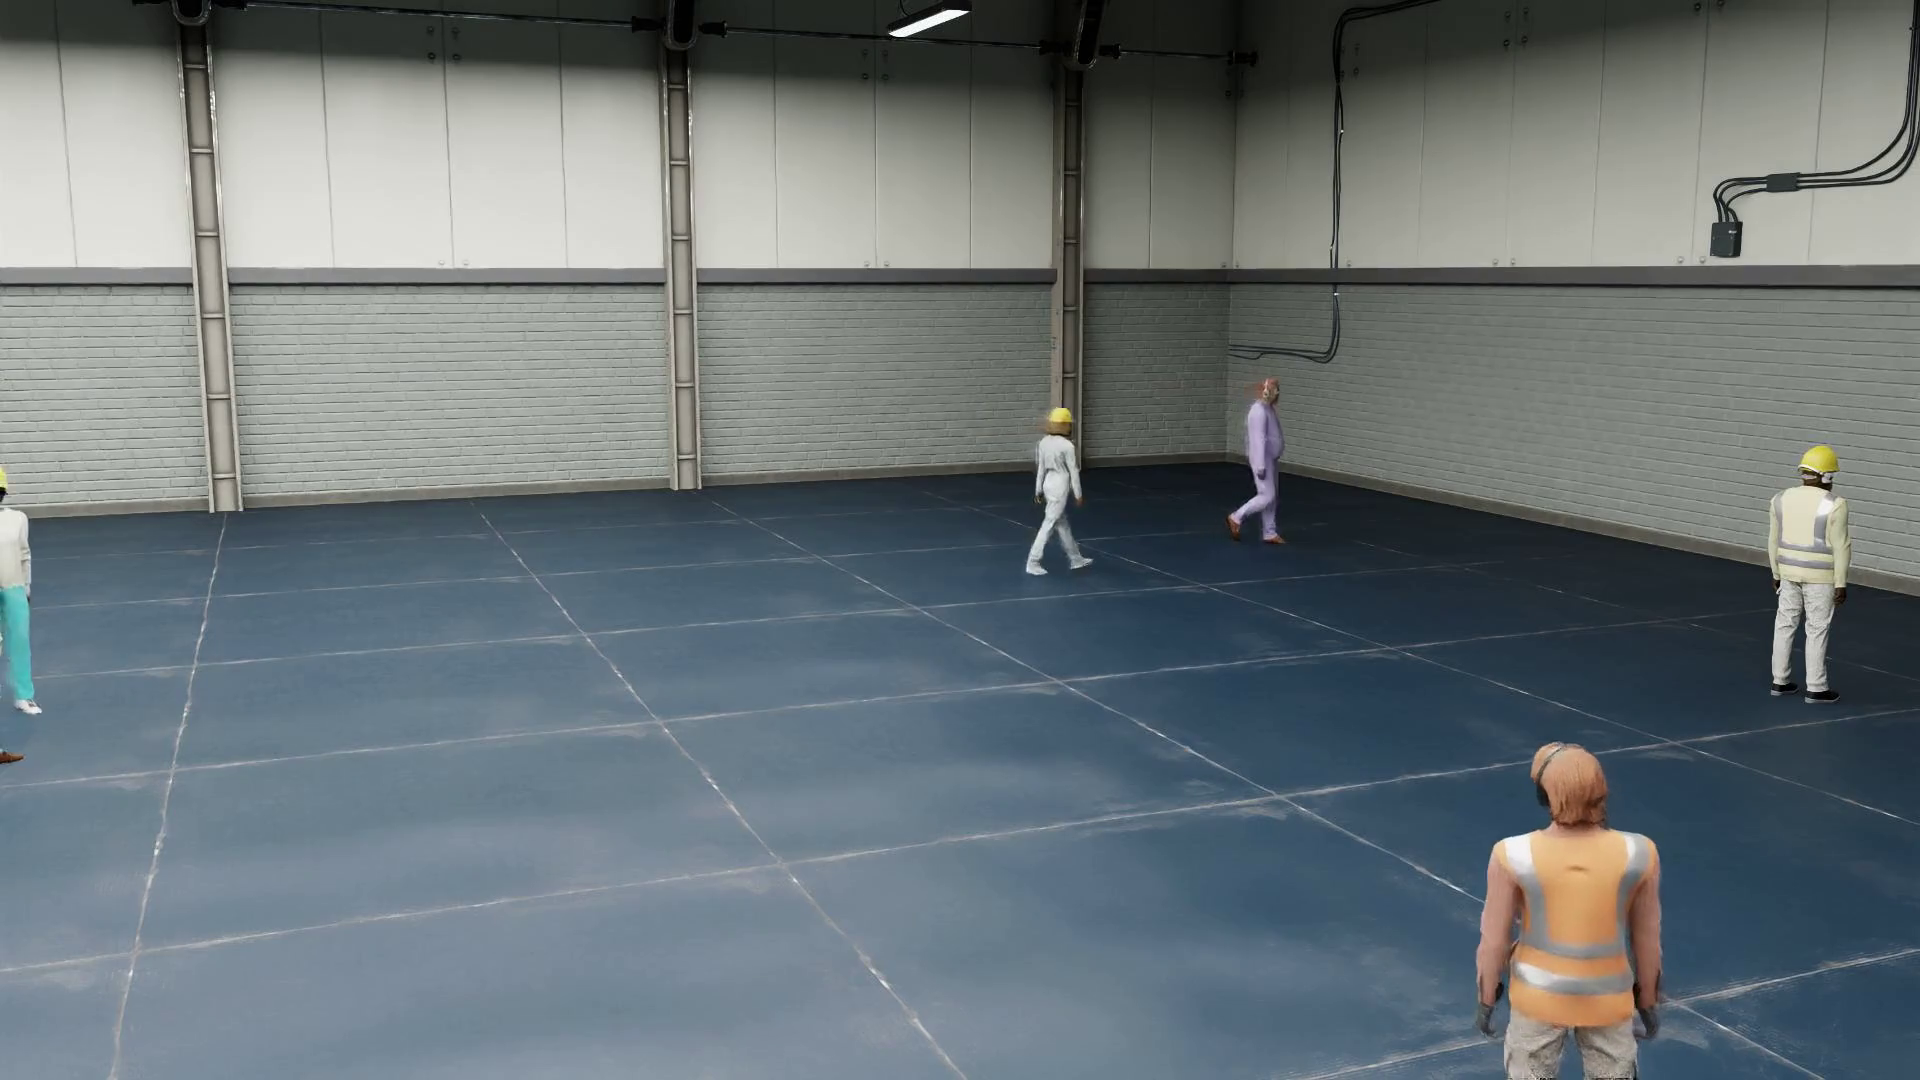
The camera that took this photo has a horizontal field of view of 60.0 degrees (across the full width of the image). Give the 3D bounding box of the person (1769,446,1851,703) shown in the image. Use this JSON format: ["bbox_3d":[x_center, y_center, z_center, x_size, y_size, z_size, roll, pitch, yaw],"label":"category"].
[{"bbox_3d":[6.058,0.242,11.847,0.403,1.833,0.591,-5,10,-29],"label":"person"}]

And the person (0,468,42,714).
[{"bbox_3d":[-6.755,0.329,11.601,0.786,1.744,0.529,7,11,38],"label":"person"}]

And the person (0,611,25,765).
[{"bbox_3d":[-6.014,0.638,10.043,0.520,1.609,0.576,5,11,31],"label":"person"}]

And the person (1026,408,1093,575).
[{"bbox_3d":[1.011,-0.500,16.941,0.919,1.691,0.504,-6,11,-34],"label":"person"}]

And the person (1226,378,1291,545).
[{"bbox_3d":[3.385,-0.875,18.668,0.620,1.893,0.659,3,10,21],"label":"person"}]

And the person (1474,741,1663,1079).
[{"bbox_3d":[1.854,1.422,5.068,0.549,1.633,0.427,1,9,8],"label":"person"}]
